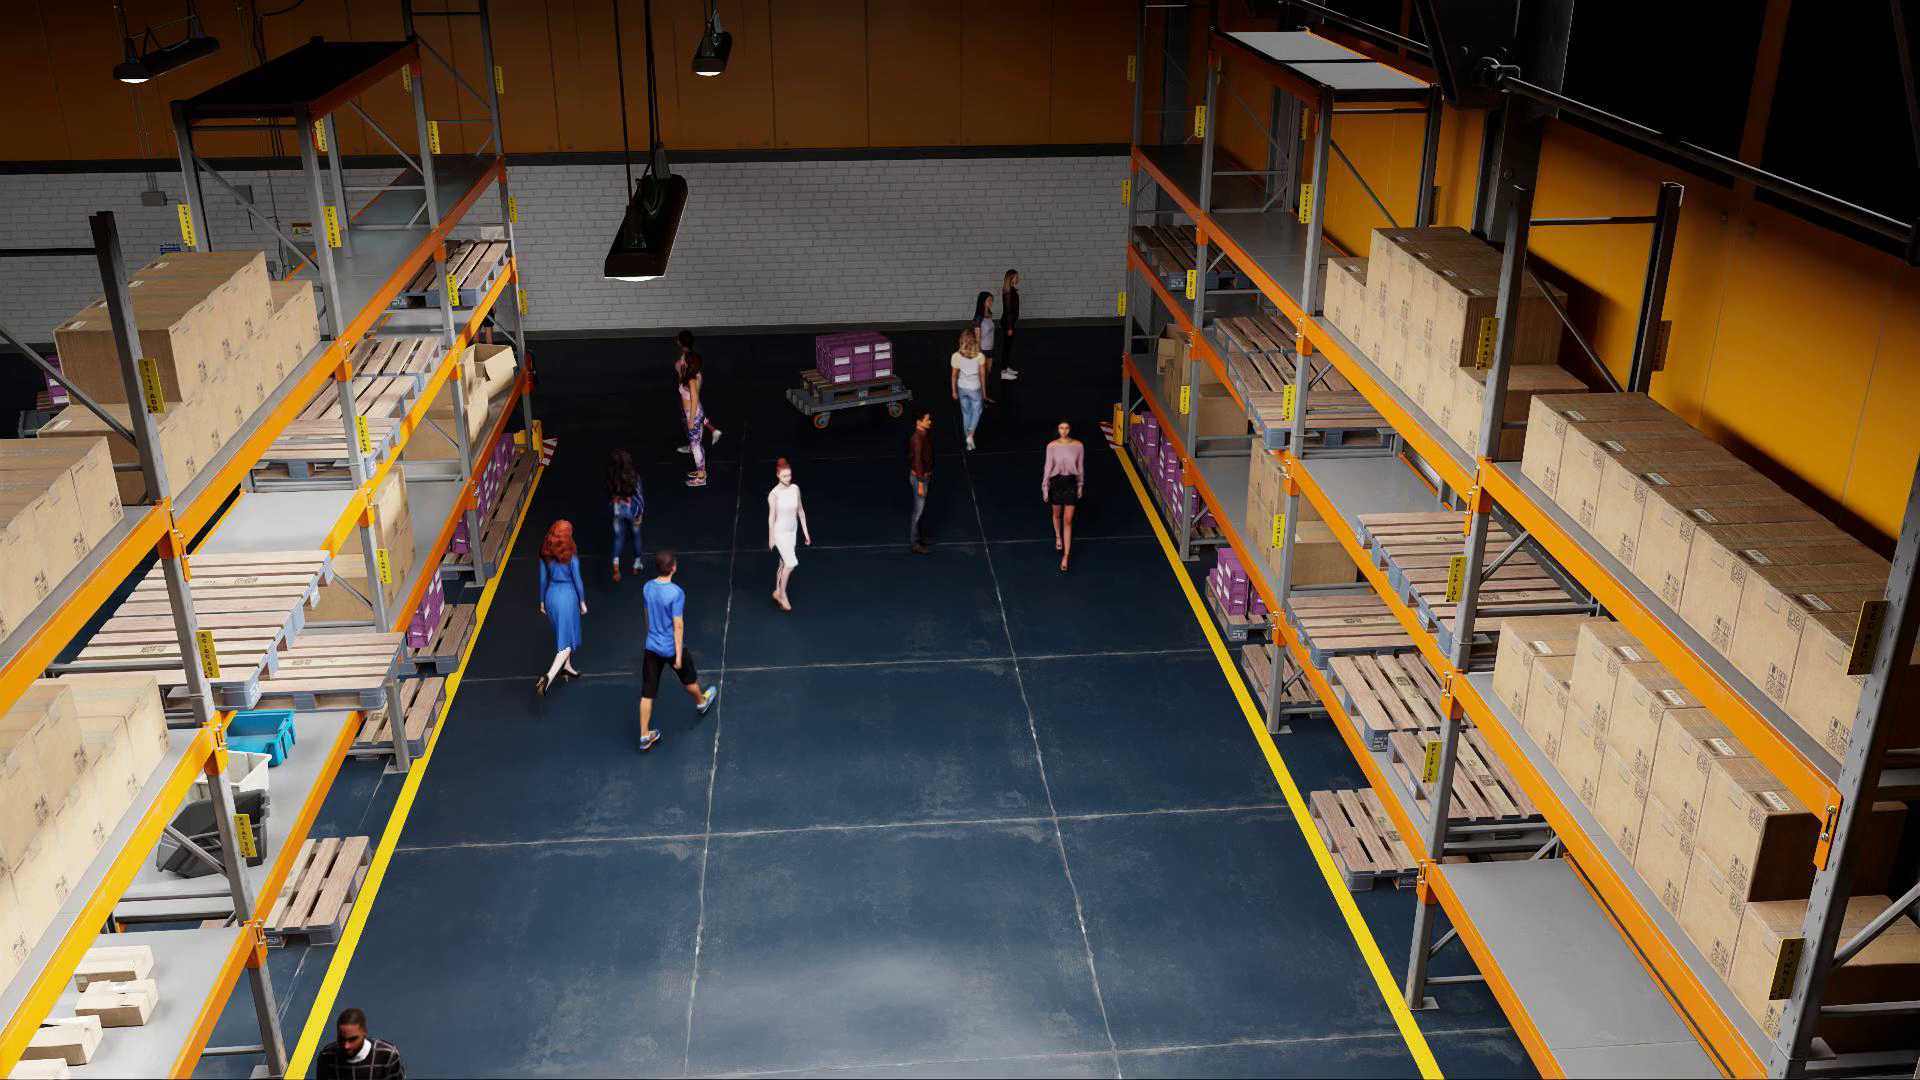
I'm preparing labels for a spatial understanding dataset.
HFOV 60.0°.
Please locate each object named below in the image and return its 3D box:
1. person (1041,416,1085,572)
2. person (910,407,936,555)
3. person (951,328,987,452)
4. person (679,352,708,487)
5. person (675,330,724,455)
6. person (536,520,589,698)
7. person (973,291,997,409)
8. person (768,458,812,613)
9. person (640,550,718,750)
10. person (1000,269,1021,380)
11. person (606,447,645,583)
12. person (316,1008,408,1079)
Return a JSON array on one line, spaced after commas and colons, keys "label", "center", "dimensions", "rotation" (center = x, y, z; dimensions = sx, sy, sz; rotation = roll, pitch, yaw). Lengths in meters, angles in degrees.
[{"label": "person", "center": [1.175, -0.580, 19.143], "dimensions": [0.732, 1.759, 1.117], "rotation": [1, 24, 2]}, {"label": "person", "center": [-0.463, -0.715, 19.424], "dimensions": [0.756, 1.779, 0.531], "rotation": [3, 24, 7]}, {"label": "person", "center": [0.125, -1.985, 22.410], "dimensions": [0.727, 1.715, 0.837], "rotation": [3, 24, 7]}, {"label": "person", "center": [-3.422, -1.580, 21.418], "dimensions": [0.652, 1.767, 0.484], "rotation": [-1, 24, -1]}, {"label": "person", "center": [-3.557, -1.974, 22.363], "dimensions": [0.774, 1.732, 0.864], "rotation": [4, 24, 9]}, {"label": "person", "center": [-3.887, 0.719, 16.131], "dimensions": [0.950, 1.789, 1.115], "rotation": [10, 25, 21]}, {"label": "person", "center": [0.358, -2.803, 24.292], "dimensions": [0.735, 1.707, 0.630], "rotation": [12, 26, 25]}, {"label": "person", "center": [-1.945, -0.061, 17.927], "dimensions": [0.804, 1.781, 0.744], "rotation": [19, 30, 37]}, {"label": "person", "center": [-2.767, 1.064, 15.340], "dimensions": [1.041, 1.792, 1.317], "rotation": [10, 26, 22]}, {"label": "person", "center": [0.740, -3.317, 25.473], "dimensions": [0.693, 1.702, 0.502], "rotation": [2, 24, 5]}, {"label": "person", "center": [-3.769, -0.263, 18.613], "dimensions": [0.736, 1.601, 1.009], "rotation": [3, 24, 8]}, {"label": "person", "center": [-3.487, 3.459, 9.892], "dimensions": [0.786, 1.766, 1.239], "rotation": [1, 24, 2]}]
